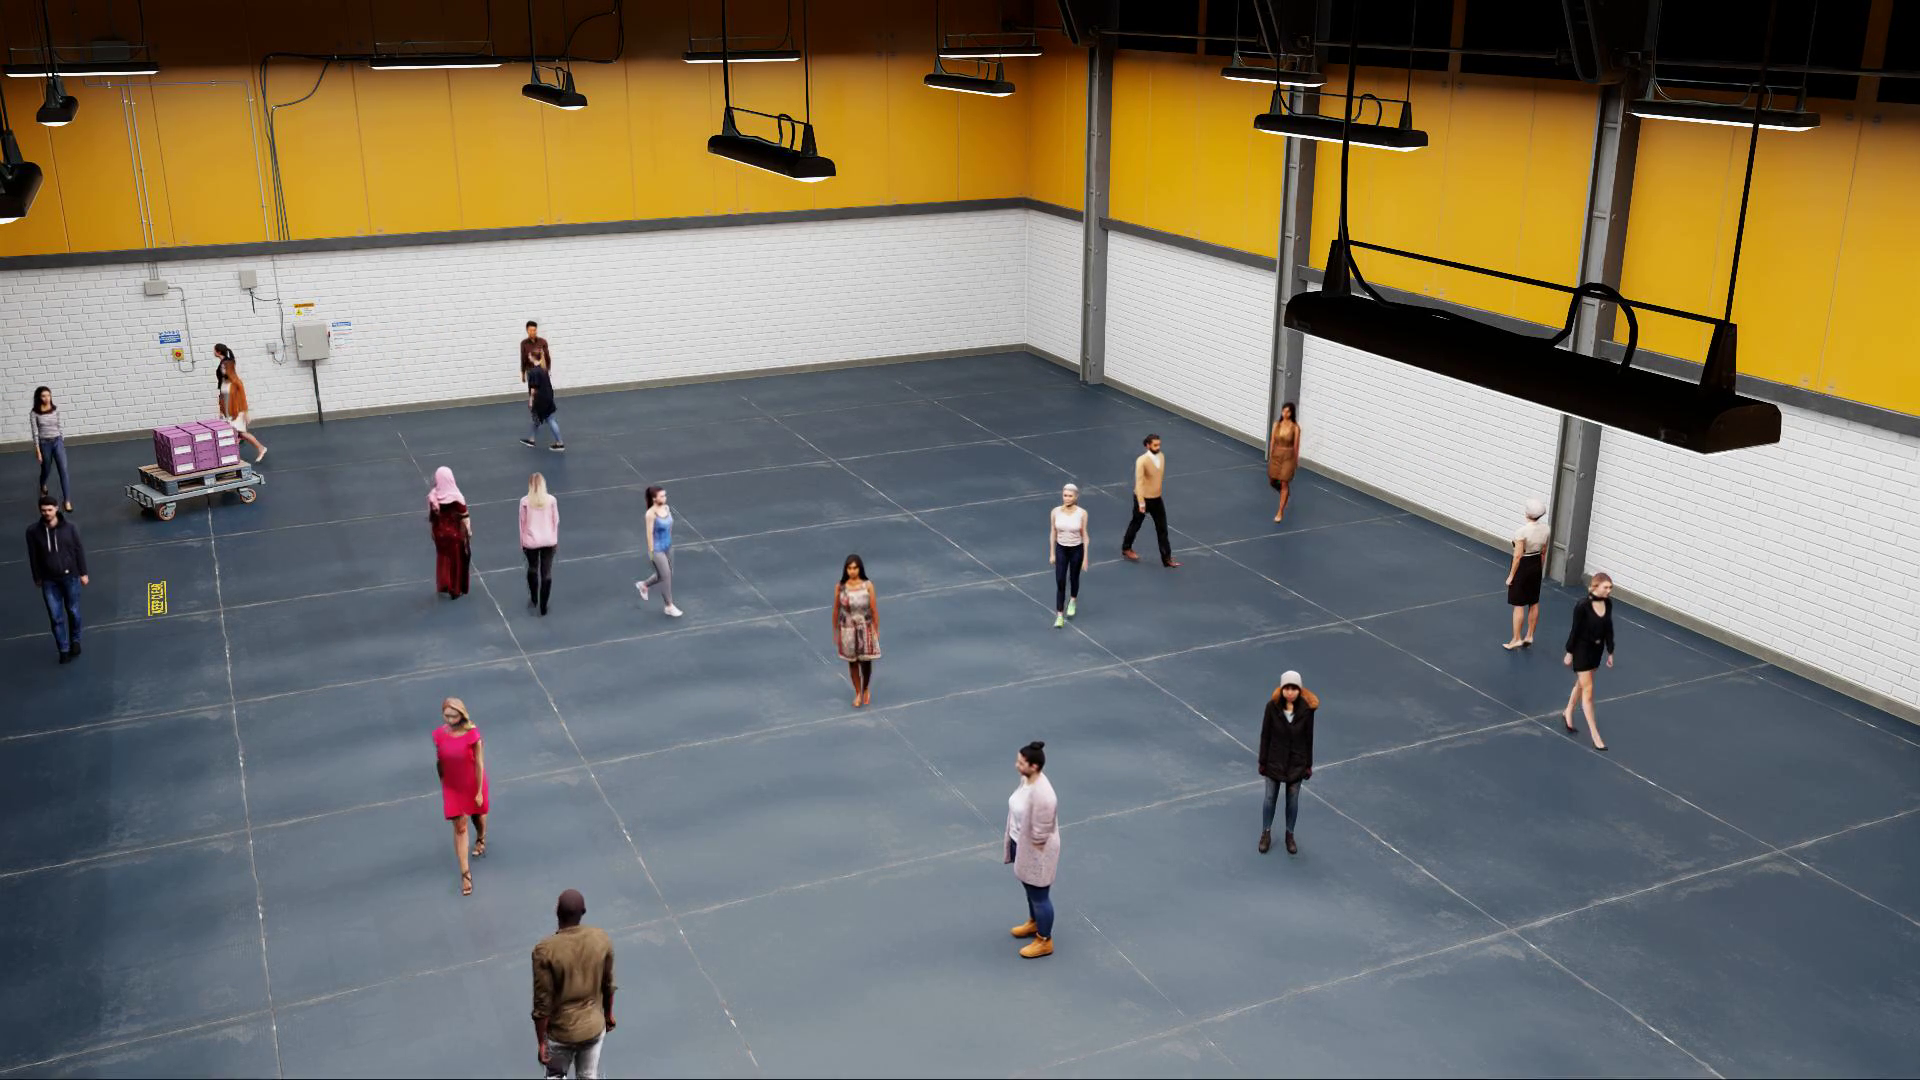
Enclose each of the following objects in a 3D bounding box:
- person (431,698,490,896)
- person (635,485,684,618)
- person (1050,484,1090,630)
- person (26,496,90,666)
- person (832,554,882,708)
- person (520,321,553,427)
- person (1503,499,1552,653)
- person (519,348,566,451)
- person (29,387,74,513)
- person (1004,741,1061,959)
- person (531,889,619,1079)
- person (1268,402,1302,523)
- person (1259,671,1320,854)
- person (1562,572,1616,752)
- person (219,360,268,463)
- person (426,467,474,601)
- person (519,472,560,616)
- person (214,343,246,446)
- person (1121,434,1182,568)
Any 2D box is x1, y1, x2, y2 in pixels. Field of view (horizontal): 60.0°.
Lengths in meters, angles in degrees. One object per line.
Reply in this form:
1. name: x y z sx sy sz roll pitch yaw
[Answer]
1. person: -4.072 2.016 13.728 0.803 1.660 1.127 0 19 -1
2. person: -3.559 0.117 19.476 0.986 1.591 0.885 9 20 24
3. person: 1.288 0.156 19.263 1.066 1.653 1.212 4 19 11
4. person: -9.866 0.381 18.254 0.694 1.869 0.861 -9 21 -25
5. person: -1.044 0.902 17.071 0.783 1.637 0.801 2 19 6
6. person: -7.119 -2.810 27.898 0.748 1.763 0.971 -5 19 -16
7. person: 6.284 0.387 18.414 0.640 1.756 0.528 -7 20 -21
8. person: -6.492 -2.192 26.247 1.018 1.646 1.038 4 19 11
9. person: -12.790 -1.269 23.314 1.177 1.767 0.911 15 23 37
10. person: 0.583 2.325 12.680 0.801 1.744 0.646 -4 19 -11
11. person: -2.378 3.087 10.343 0.810 1.791 0.828 -16 25 -40
12. person: 4.490 -1.095 22.935 0.825 1.681 0.849 11 22 30
13. person: 2.774 1.878 14.181 0.745 1.633 0.776 2 19 7
14. person: 6.105 1.125 16.262 0.655 1.731 1.044 -7 20 -19
15. person: -10.984 -1.923 25.383 1.138 1.687 1.032 13 22 33
16. person: -6.146 -0.059 19.944 0.781 1.626 0.825 4 19 12
17. person: -4.924 0.068 19.513 0.720 1.660 0.884 -4 19 -13
18. person: -11.693 -2.345 26.677 0.681 1.660 0.517 -6 19 -17
19. person: 2.331 -0.503 21.142 0.836 1.703 1.231 -14 23 -35
